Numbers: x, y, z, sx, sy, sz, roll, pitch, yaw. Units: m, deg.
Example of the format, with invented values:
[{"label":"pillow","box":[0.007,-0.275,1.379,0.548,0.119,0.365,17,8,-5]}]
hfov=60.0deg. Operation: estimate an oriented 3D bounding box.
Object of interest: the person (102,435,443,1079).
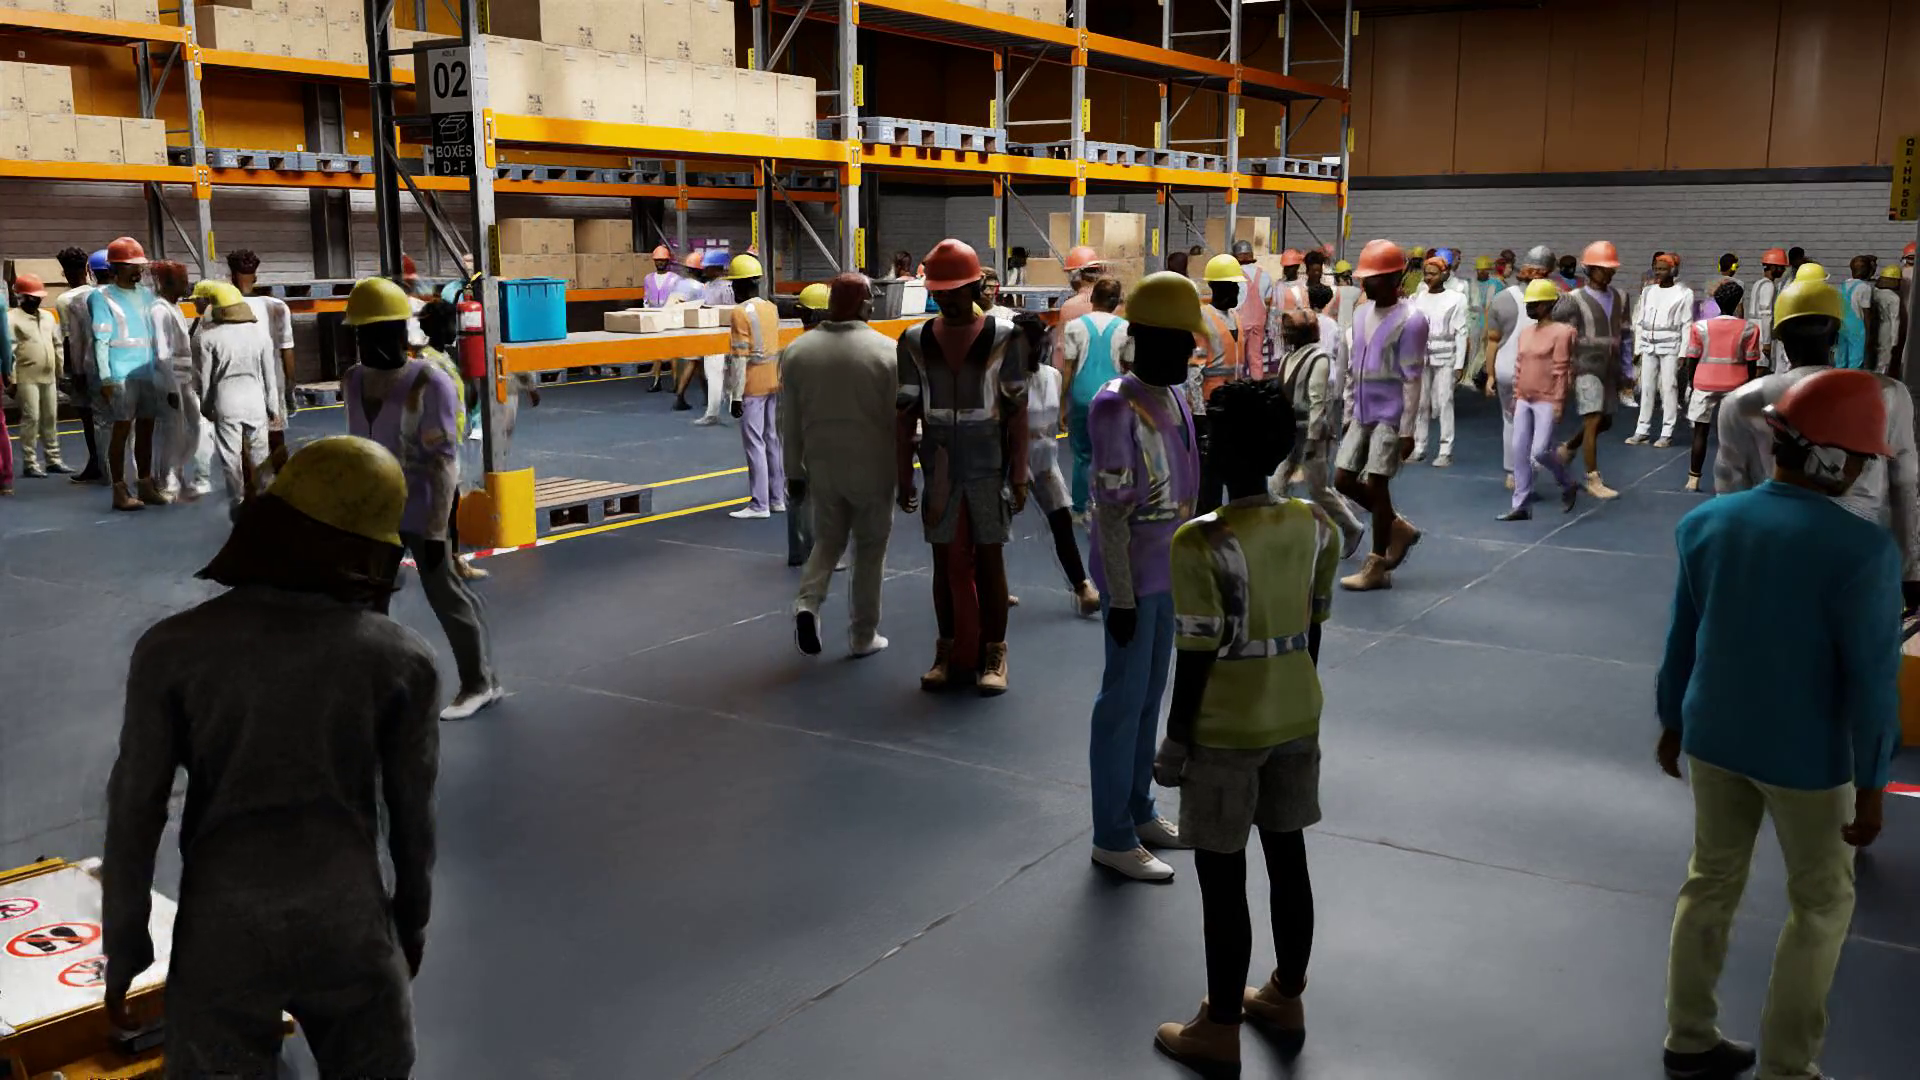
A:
[{"label":"person","box":[-1.195,0.681,2.806,0.651,1.696,0.350,-5,11,-25]}]

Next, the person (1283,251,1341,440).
[{"label":"person","box":[3.576,-1.969,16.917,0.619,1.910,0.850,-1,10,-4]}]

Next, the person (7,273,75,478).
[{"label":"person","box":[-7.906,-1.405,14.245,0.349,1.742,0.569,3,11,14]}]

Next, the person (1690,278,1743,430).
[{"label":"person","box":[8.048,-1.964,17.667,0.520,1.611,0.532,-2,10,-9]}]

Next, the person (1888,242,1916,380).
[{"label":"person","box":[11.130,-2.489,19.547,0.611,1.996,0.378,4,11,20]}]

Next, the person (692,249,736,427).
[{"label":"person","box":[-2.598,-2.213,18.201,0.727,1.930,0.619,-6,12,-30]}]

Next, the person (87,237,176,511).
[{"label":"person","box":[-6.213,-1.247,12.537,0.393,2.041,0.614,3,11,19]}]

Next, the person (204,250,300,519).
[{"label":"person","box":[-5.154,-1.115,12.091,0.666,1.951,0.464,-9,13,-40]}]

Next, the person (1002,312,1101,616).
[{"label":"person","box":[0.387,-0.397,8.925,0.530,1.633,0.883,-8,13,-37]}]

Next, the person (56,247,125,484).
[{"label":"person","box":[-7.275,-1.448,13.879,0.374,1.960,0.600,2,10,11]}]

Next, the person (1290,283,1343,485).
[{"label":"person","box":[2.915,-1.300,13.883,0.672,1.665,0.323,-8,13,-37]}]

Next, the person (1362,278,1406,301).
[{"label":"person","box":[5.578,-2.887,21.986,0.654,1.919,0.814,-4,11,-19]}]

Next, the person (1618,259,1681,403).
[{"label":"person","box":[8.520,-2.576,20.495,0.974,1.821,0.608,-3,11,-14]}]

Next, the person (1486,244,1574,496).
[{"label":"person","box":[4.529,-1.372,13.232,0.682,2.000,0.926,5,11,27]}]

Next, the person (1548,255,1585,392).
[{"label":"person","box":[8.068,-2.906,22.320,0.631,1.828,0.666,-4,11,-20]}]

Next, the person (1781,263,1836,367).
[{"label":"person","box":[7.391,-1.495,14.523,0.403,1.822,0.586,2,10,12]}]

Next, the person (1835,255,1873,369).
[{"label":"person","box":[10.299,-2.345,19.162,0.344,1.847,0.504,-3,11,-15]}]

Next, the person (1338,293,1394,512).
[{"label":"person","box":[3.044,-1.027,12.441,0.307,1.637,0.525,-7,13,-36]}]

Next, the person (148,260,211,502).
[{"label":"person","box":[-6.031,-1.210,12.806,0.425,1.866,0.618,-3,11,-14]}]

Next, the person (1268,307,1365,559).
[{"label":"person","box":[2.186,-0.644,10.371,0.732,1.616,0.512,-4,11,-22]}]

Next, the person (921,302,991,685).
[{"label":"person","box":[0.008,-0.220,7.612,0.310,1.769,0.525,5,11,27]}]

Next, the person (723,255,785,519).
[{"label":"person","box":[-1.523,-1.114,12.161,0.409,1.918,0.584,3,11,18]}]

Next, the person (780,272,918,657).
[{"label":"person","box":[-0.544,-0.335,7.957,0.648,1.878,0.547,3,11,18]}]

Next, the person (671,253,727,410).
[{"label":"person","box":[-3.186,-2.508,20.015,0.954,1.873,0.563,-10,14,-43]}]

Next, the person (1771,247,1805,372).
[{"label":"person","box":[12.667,-3.519,25.476,0.371,1.915,0.597,3,11,15]}]

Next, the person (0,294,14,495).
[{"label":"person","box":[-7.765,-1.316,13.049,0.385,1.993,0.624,8,13,38]}]

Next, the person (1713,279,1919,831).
[{"label":"person","box":[2.877,0.073,5.637,0.643,1.888,0.548,4,11,19]}]

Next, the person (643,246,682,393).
[{"label":"person","box":[-3.946,-2.920,22.081,0.552,1.942,0.343,2,10,12]}]

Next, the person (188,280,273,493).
[{"label":"person","box":[-5.922,-1.237,13.418,0.816,1.722,0.485,-5,11,-24]}]

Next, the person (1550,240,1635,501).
[{"label":"person","box":[4.991,-1.355,13.192,0.614,2.022,0.854,-4,11,-21]}]

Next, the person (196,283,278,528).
[{"label":"person","box":[-5.057,-0.927,11.652,0.511,1.728,0.431,-9,14,-41]}]

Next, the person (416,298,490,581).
[{"label":"person","box":[-3.180,-0.594,9.892,0.623,1.684,0.545,-2,10,-11]}]

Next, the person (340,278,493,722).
[{"label":"person","box":[-2.263,-0.115,6.727,0.606,1.873,0.986,5,11,24]}]
